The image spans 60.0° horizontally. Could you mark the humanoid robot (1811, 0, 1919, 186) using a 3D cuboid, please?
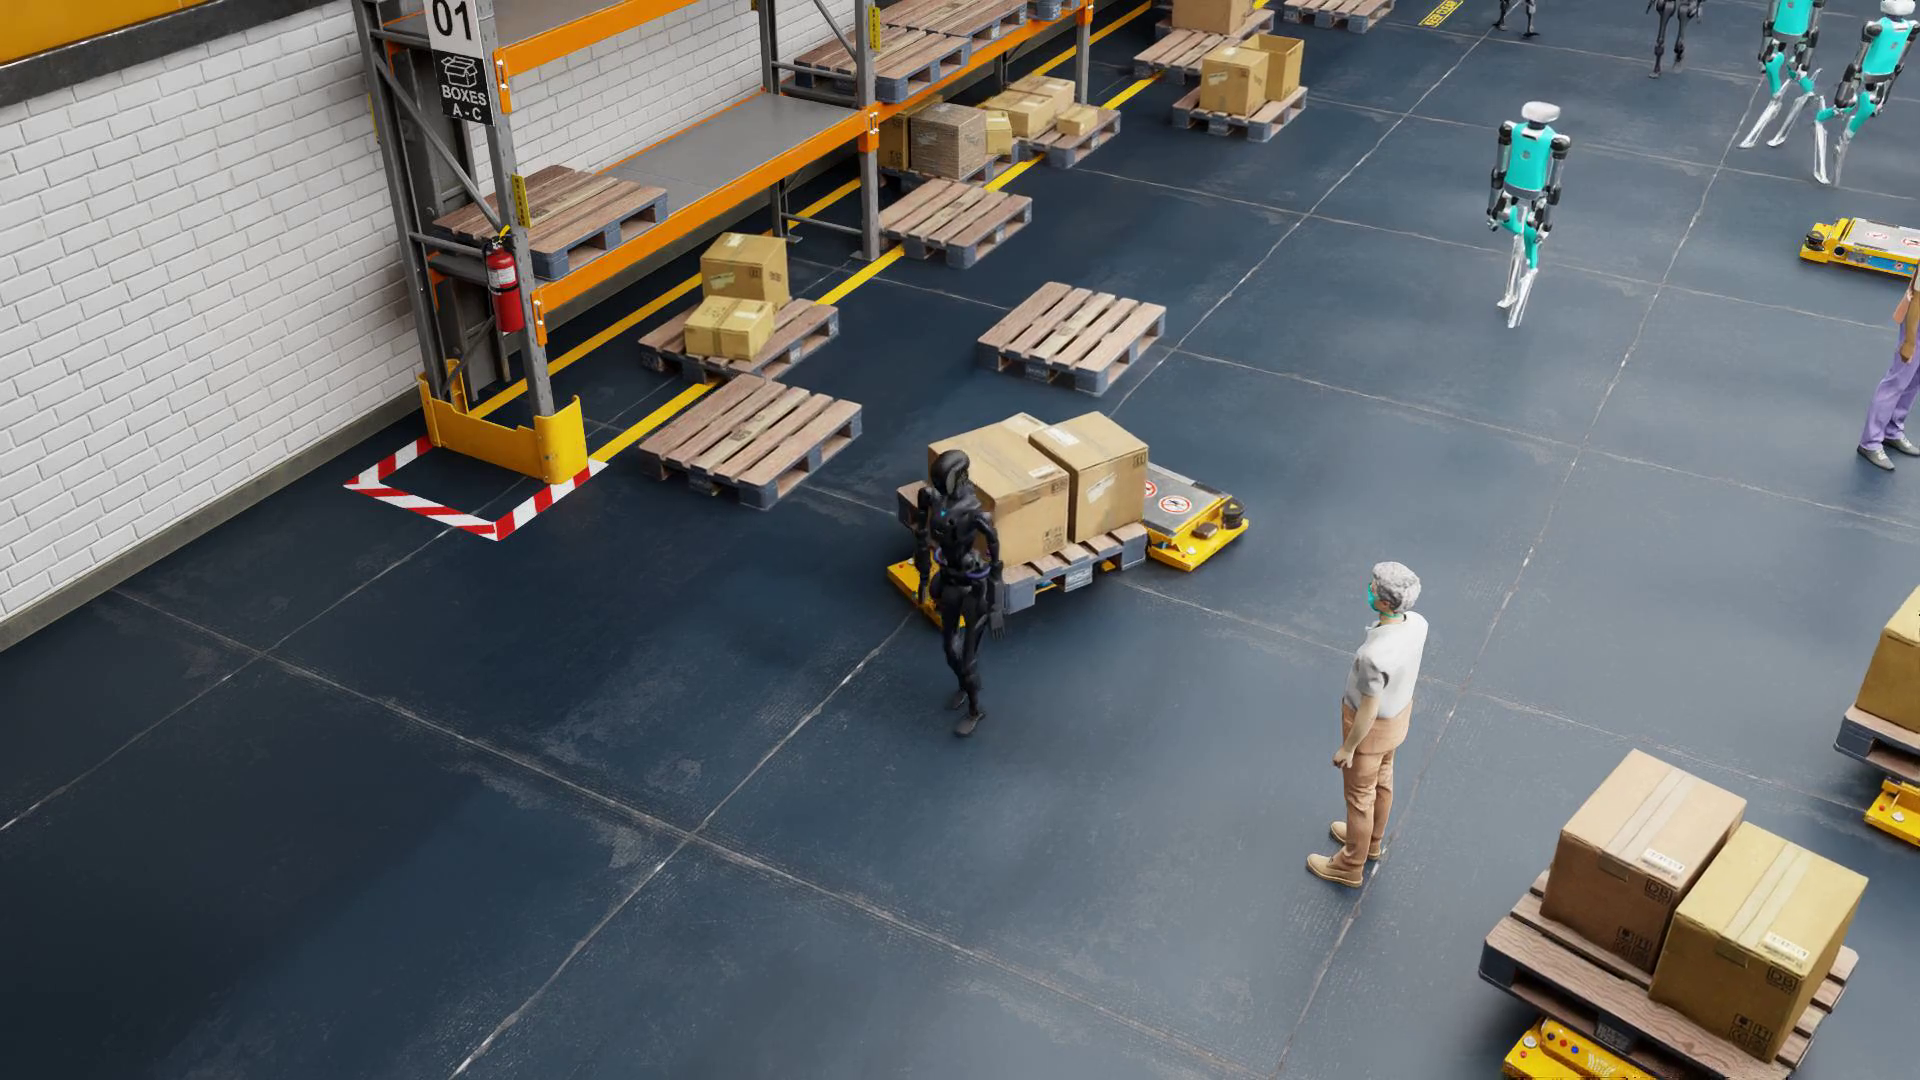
[{"bbox_3d":[7.940,-3.947,14.880,0.555,1.887,0.743,-8,34,-11],"label":"humanoid robot"}]

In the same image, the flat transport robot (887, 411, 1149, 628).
[{"bbox_3d":[0.339,0.097,10.002,1.431,0.231,0.659,-20,38,-27],"label":"flat transport robot"}]

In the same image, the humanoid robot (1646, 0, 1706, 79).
[{"bbox_3d":[7.567,-5.695,17.485,0.590,1.642,0.405,22,39,30],"label":"humanoid robot"}]

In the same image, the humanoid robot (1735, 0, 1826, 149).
[{"bbox_3d":[7.850,-4.553,15.711,0.821,1.789,0.551,-21,39,-29],"label":"humanoid robot"}]

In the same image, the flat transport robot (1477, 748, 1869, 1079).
[{"bbox_3d":[2.976,1.983,7.148,0.659,0.231,1.431,27,42,34],"label":"flat transport robot"}]

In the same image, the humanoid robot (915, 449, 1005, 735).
[{"bbox_3d":[0.021,0.241,8.509,0.589,1.641,0.376,24,40,31],"label":"humanoid robot"}]

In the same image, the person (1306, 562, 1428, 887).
[{"bbox_3d":[1.867,0.831,7.549,0.320,1.748,0.472,23,40,30],"label":"person"}]

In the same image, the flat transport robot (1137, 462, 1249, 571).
[{"bbox_3d":[1.048,-0.258,10.538,1.431,0.231,0.659,25,41,33],"label":"flat transport robot"}]

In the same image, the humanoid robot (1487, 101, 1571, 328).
[{"bbox_3d":[4.318,-2.483,12.604,0.540,1.796,0.825,25,41,33],"label":"humanoid robot"}]

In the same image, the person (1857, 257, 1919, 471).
[{"bbox_3d":[6.268,-1.363,10.779,0.563,1.847,0.396,-18,38,-26],"label":"person"}]

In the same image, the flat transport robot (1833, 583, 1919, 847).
[{"bbox_3d":[5.168,1.163,8.388,0.659,0.231,1.431,27,42,35],"label":"flat transport robot"}]

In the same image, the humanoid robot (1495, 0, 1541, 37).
[{"bbox_3d":[6.384,-6.508,18.740,0.587,1.628,0.771,-5,34,-8],"label":"humanoid robot"}]

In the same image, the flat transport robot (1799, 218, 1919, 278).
[{"bbox_3d":[7.771,-2.361,13.719,1.431,0.231,0.659,20,38,27],"label":"flat transport robot"}]
